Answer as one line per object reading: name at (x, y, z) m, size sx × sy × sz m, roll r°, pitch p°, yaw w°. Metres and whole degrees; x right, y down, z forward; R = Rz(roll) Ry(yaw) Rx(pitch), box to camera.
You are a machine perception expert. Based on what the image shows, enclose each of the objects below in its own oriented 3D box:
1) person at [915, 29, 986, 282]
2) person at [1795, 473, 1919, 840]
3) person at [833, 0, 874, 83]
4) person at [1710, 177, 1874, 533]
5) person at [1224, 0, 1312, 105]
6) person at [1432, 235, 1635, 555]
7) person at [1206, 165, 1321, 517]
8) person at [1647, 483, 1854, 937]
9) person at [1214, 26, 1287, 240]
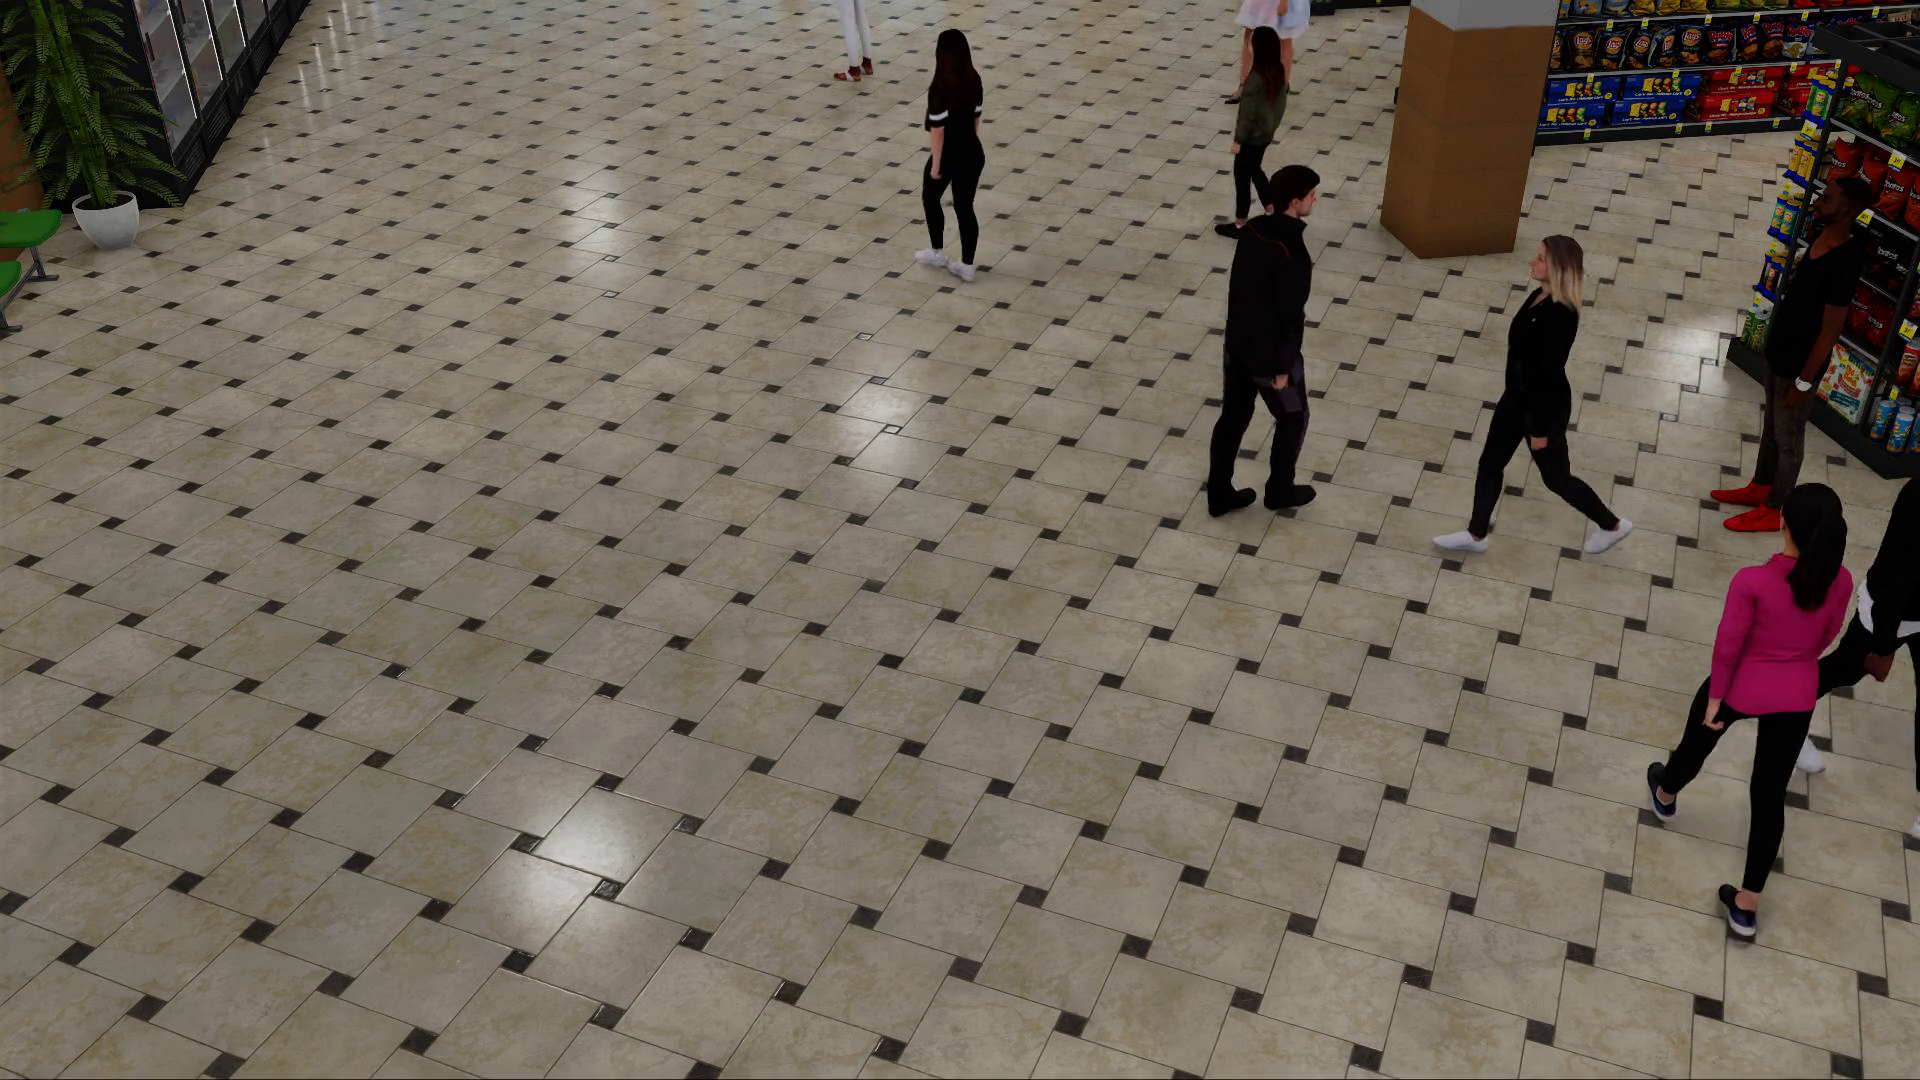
person at (0.018, -2.446, 10.737) m, size 0.806 × 1.623 × 0.846 m, roll -24°, pitch 39°, yaw -33°
person at (3.497, 0.239, 6.293) m, size 1.257 × 1.759 × 0.989 m, roll -13°, pitch 34°, yaw -20°
person at (-0.966, -4.939, 14.648) m, size 0.703 × 1.724 × 0.665 m, roll 17°, pitch 36°, yaw 25°
person at (4.078, -0.887, 8.059) m, size 0.644 × 1.804 × 0.697 m, roll 5°, pitch 32°, yaw 7°
person at (2.731, -4.520, 13.910) m, size 1.031 × 1.792 × 0.846 m, roll -17°, pitch 36°, yaw -25°
person at (2.786, -0.591, 7.733) m, size 1.212 × 1.646 × 0.857 m, roll 4°, pitch 32°, yaw 7°
person at (1.397, -0.909, 8.085) m, size 0.917 × 1.813 × 0.847 m, roll -15°, pitch 35°, yaw -23°
person at (2.821, 0.619, 5.777) m, size 1.101 × 1.658 × 0.857 m, roll 3°, pitch 32°, yaw 5°
person at (2.068, -2.781, 11.416) m, size 0.819 × 1.474 × 0.757 m, roll 22°, pitch 38°, yaw 31°
